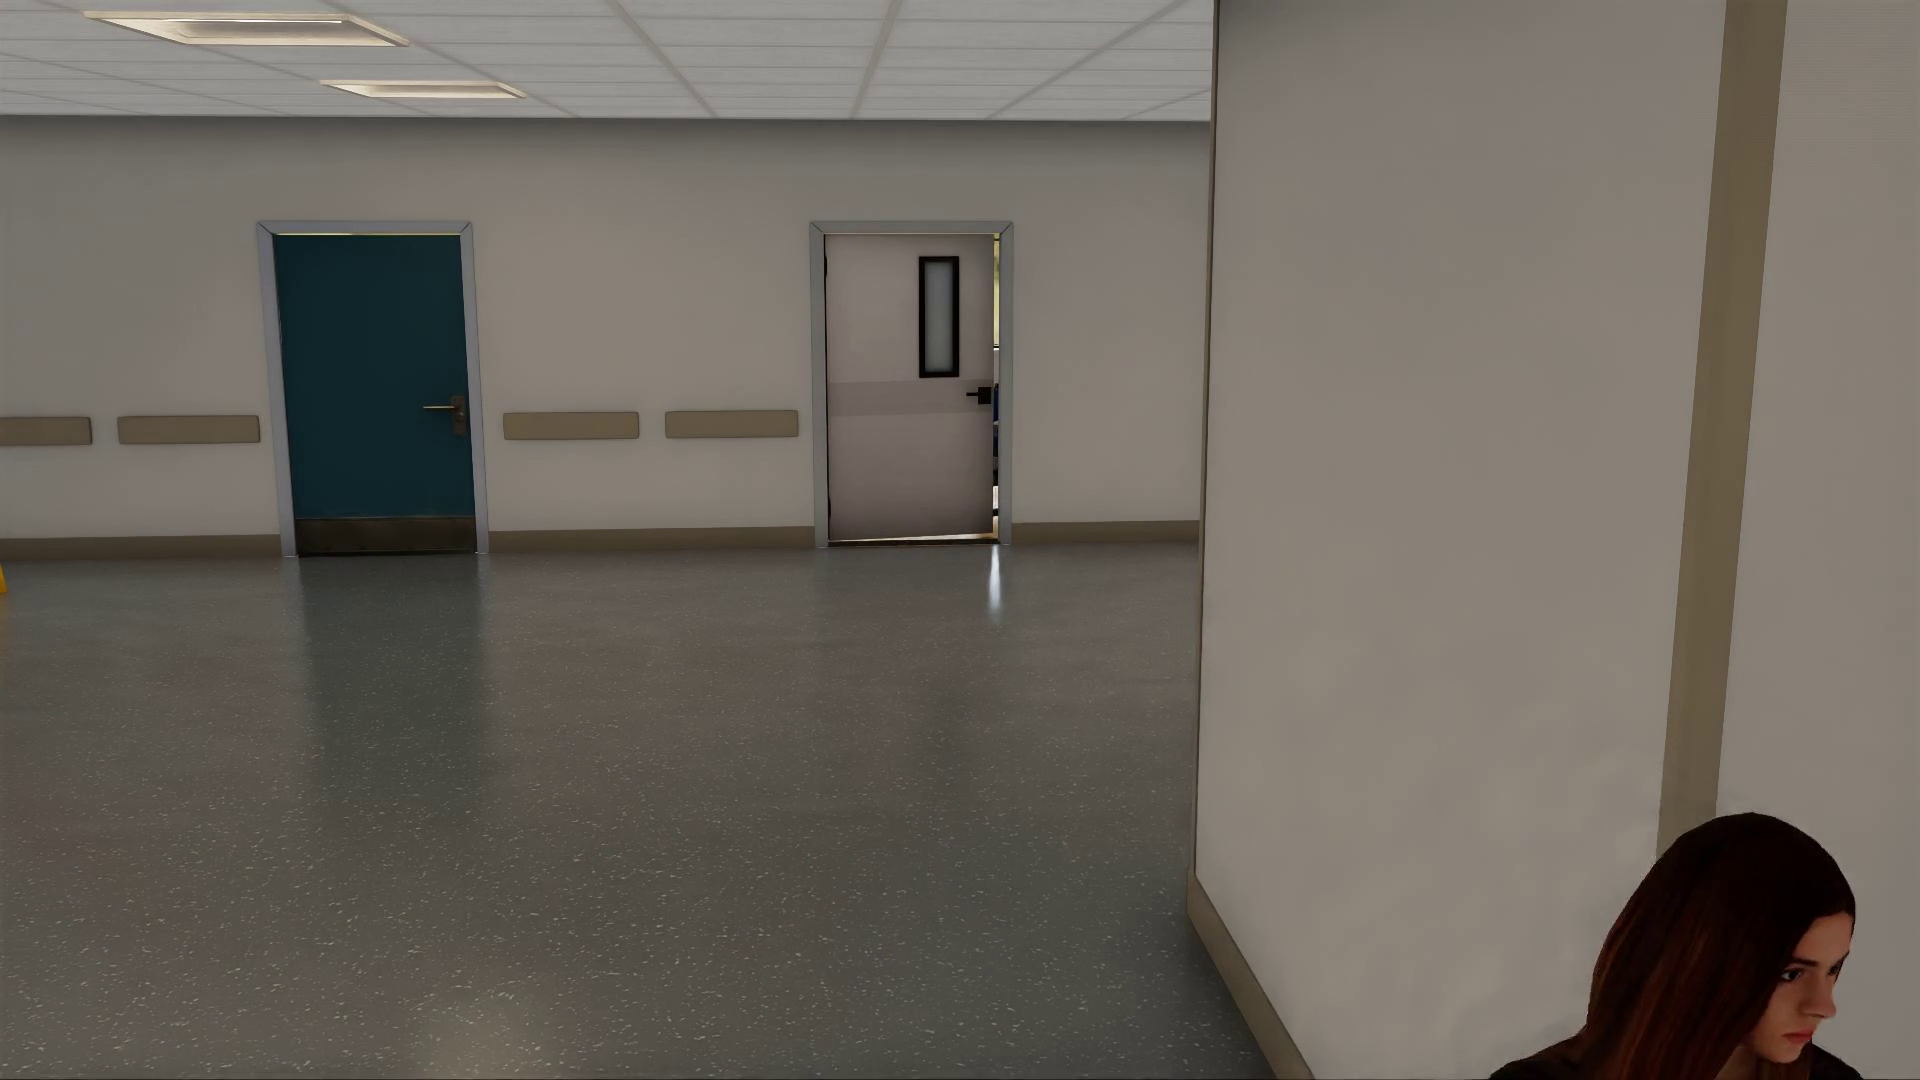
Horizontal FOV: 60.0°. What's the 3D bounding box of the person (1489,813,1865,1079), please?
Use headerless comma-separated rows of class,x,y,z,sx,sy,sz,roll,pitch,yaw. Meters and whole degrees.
person,0.762,1.093,1.968,0.999,1.678,0.676,-1,11,-7
